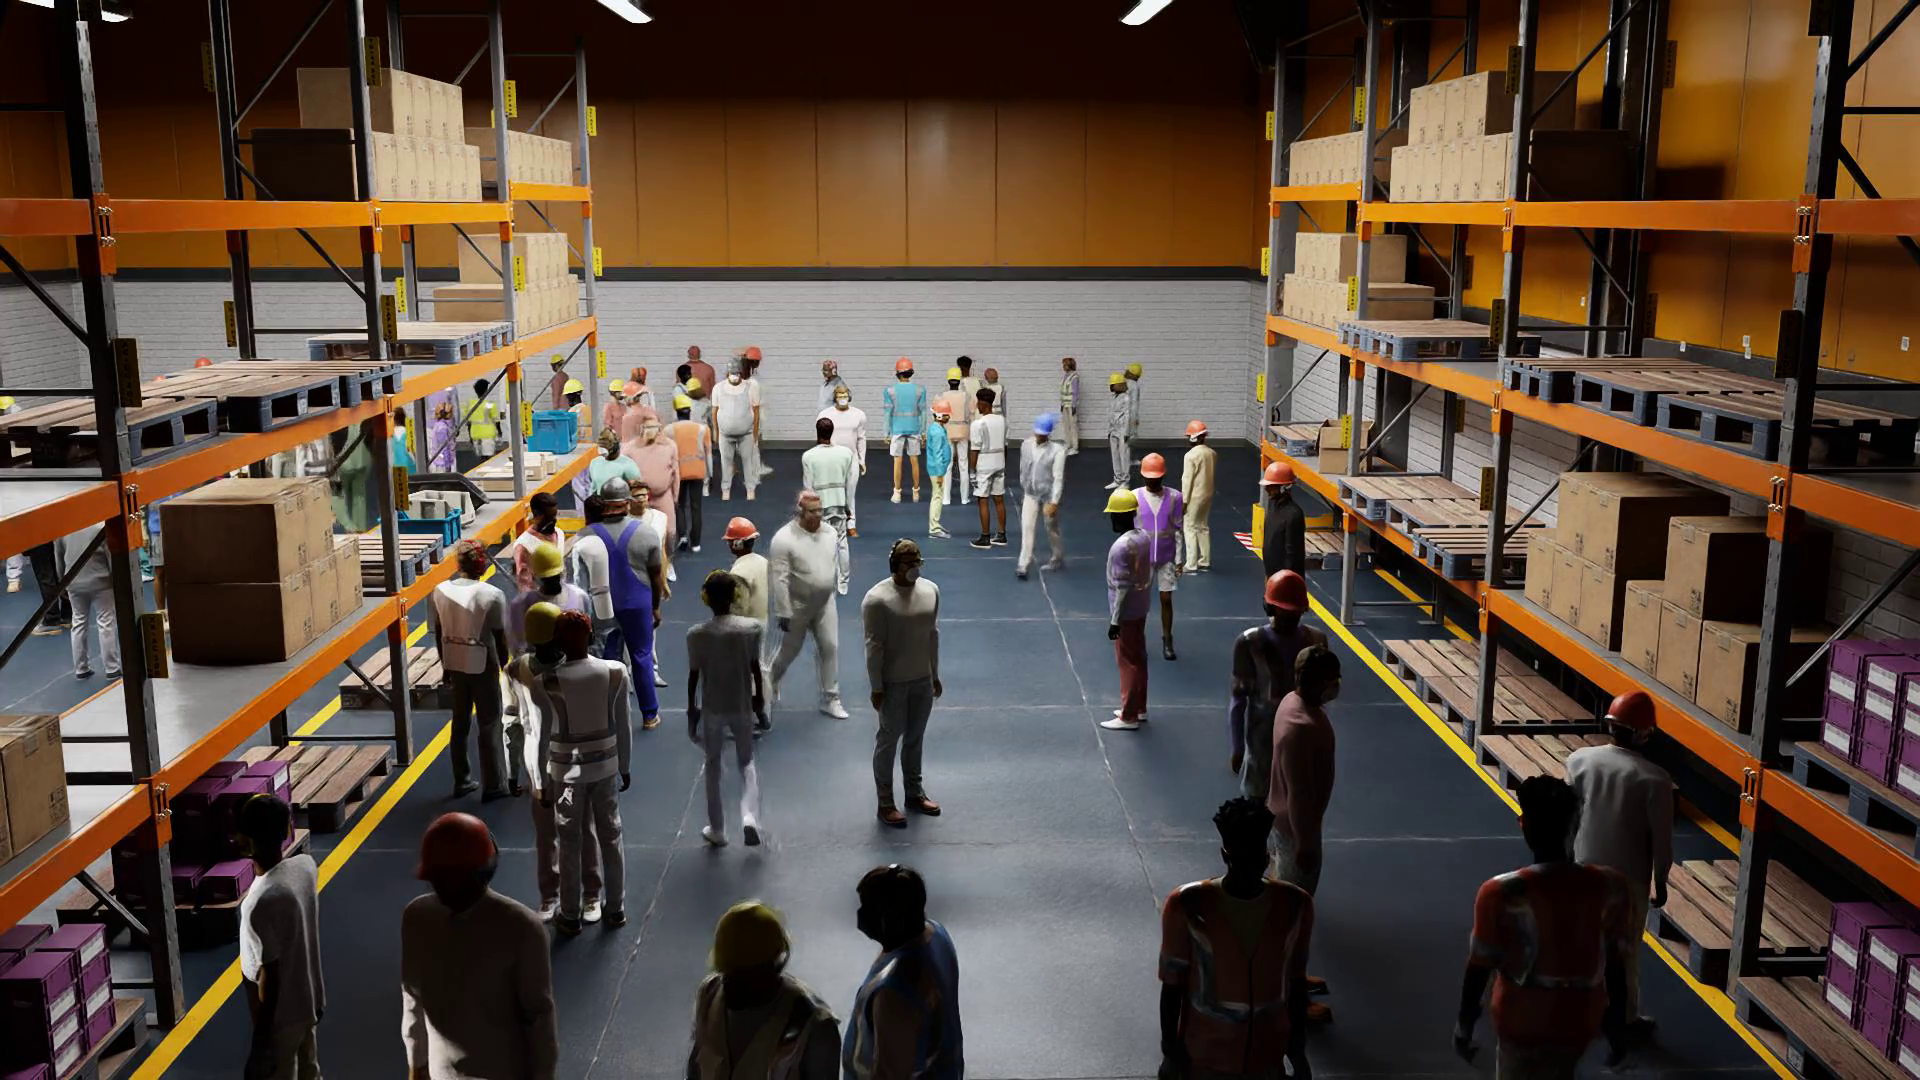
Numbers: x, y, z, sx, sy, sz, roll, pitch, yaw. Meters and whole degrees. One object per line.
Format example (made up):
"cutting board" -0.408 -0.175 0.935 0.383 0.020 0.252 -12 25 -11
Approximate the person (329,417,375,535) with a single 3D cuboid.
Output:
"person" -7.475 -0.927 20.281 0.539 2.000 0.698 10 15 42

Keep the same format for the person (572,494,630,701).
"person" -2.778 0.592 13.016 0.404 1.906 0.598 7 13 32

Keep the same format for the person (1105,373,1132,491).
"person" 2.309 -1.583 24.348 0.326 1.735 0.490 -6 13 -28

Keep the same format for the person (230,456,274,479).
"person" -8.046 -0.461 18.971 0.282 1.633 0.500 10 15 40

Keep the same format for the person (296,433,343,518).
"person" -7.478 -0.693 19.554 0.586 1.866 0.608 2 11 10

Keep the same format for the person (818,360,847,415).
"person" -1.899 -1.708 24.567 0.400 1.900 0.642 -7 13 -31

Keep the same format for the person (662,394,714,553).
"person" -3.260 -0.795 19.980 0.616 1.903 0.485 -2 12 -12

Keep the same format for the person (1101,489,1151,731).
"person" 1.304 0.549 13.171 0.385 1.922 0.594 5 12 24

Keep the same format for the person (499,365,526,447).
"person" -7.176 -2.127 26.725 0.350 1.878 0.568 5 12 23

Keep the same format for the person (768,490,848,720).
"person" -1.287 0.493 13.611 0.642 1.871 0.907 -9 14 -37

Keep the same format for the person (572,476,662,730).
"person" -2.691 0.501 13.119 0.684 2.000 0.536 -2 11 -11

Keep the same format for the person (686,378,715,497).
"person" -3.805 -1.518 24.115 0.495 1.702 0.814 -1 11 -7

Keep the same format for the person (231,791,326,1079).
"person" -2.686 1.892 6.589 0.311 1.865 0.532 0 11 2

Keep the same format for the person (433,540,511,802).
"person" -3.385 0.919 11.563 0.577 1.843 0.390 4 12 19

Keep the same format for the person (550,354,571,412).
"person" -6.530 -2.158 27.184 0.338 1.760 0.539 2 11 9

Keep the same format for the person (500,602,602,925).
"person" -2.324 1.277 9.566 0.589 1.912 0.396 -1 11 -6

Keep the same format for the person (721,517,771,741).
"person" -1.674 0.687 12.911 0.342 1.749 0.573 3 12 14

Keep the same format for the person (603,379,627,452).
"person" -4.763 -1.358 23.159 0.333 1.761 0.528 4 12 21

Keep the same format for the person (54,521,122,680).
"person" -7.597 0.364 14.554 0.566 1.744 0.350 0 11 -1

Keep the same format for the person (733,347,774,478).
"person" -3.270 -1.956 25.588 0.620 2.007 0.701 8 14 34

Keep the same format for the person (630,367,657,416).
"person" -4.509 -1.540 23.802 0.369 1.872 0.591 0 11 1

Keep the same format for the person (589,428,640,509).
"person" -3.478 -0.176 16.812 0.628 1.930 0.382 8 14 34

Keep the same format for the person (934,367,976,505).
"person" -0.076 -1.437 23.122 0.587 1.927 0.368 -1 11 -6

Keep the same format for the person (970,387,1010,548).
"person" 0.344 -0.879 20.267 0.611 1.958 0.368 -10 15 -42

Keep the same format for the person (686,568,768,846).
"person" -1.491 1.093 10.627 0.564 1.854 0.539 -4 12 -19

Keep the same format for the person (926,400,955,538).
"person" -0.245 -0.893 20.866 0.354 1.738 0.577 0 11 -1

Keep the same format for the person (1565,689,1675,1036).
"person" 3.301 1.599 8.338 0.342 1.748 0.573 -10 15 -40

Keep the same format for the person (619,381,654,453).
"person" -4.037 -1.002 20.806 0.452 1.973 0.634 5 12 22

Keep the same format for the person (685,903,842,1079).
"person" -0.680 2.099 5.680 0.612 1.822 0.407 7 13 31

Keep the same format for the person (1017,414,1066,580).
"person" 0.894 -0.497 18.561 0.657 1.868 0.989 7 13 32

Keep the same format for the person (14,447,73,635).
"person" -8.898 -0.074 16.120 0.394 1.992 0.622 1 11 3

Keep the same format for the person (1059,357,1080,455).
"person" 1.840 -2.245 27.906 0.310 1.637 0.519 -5 12 -22
